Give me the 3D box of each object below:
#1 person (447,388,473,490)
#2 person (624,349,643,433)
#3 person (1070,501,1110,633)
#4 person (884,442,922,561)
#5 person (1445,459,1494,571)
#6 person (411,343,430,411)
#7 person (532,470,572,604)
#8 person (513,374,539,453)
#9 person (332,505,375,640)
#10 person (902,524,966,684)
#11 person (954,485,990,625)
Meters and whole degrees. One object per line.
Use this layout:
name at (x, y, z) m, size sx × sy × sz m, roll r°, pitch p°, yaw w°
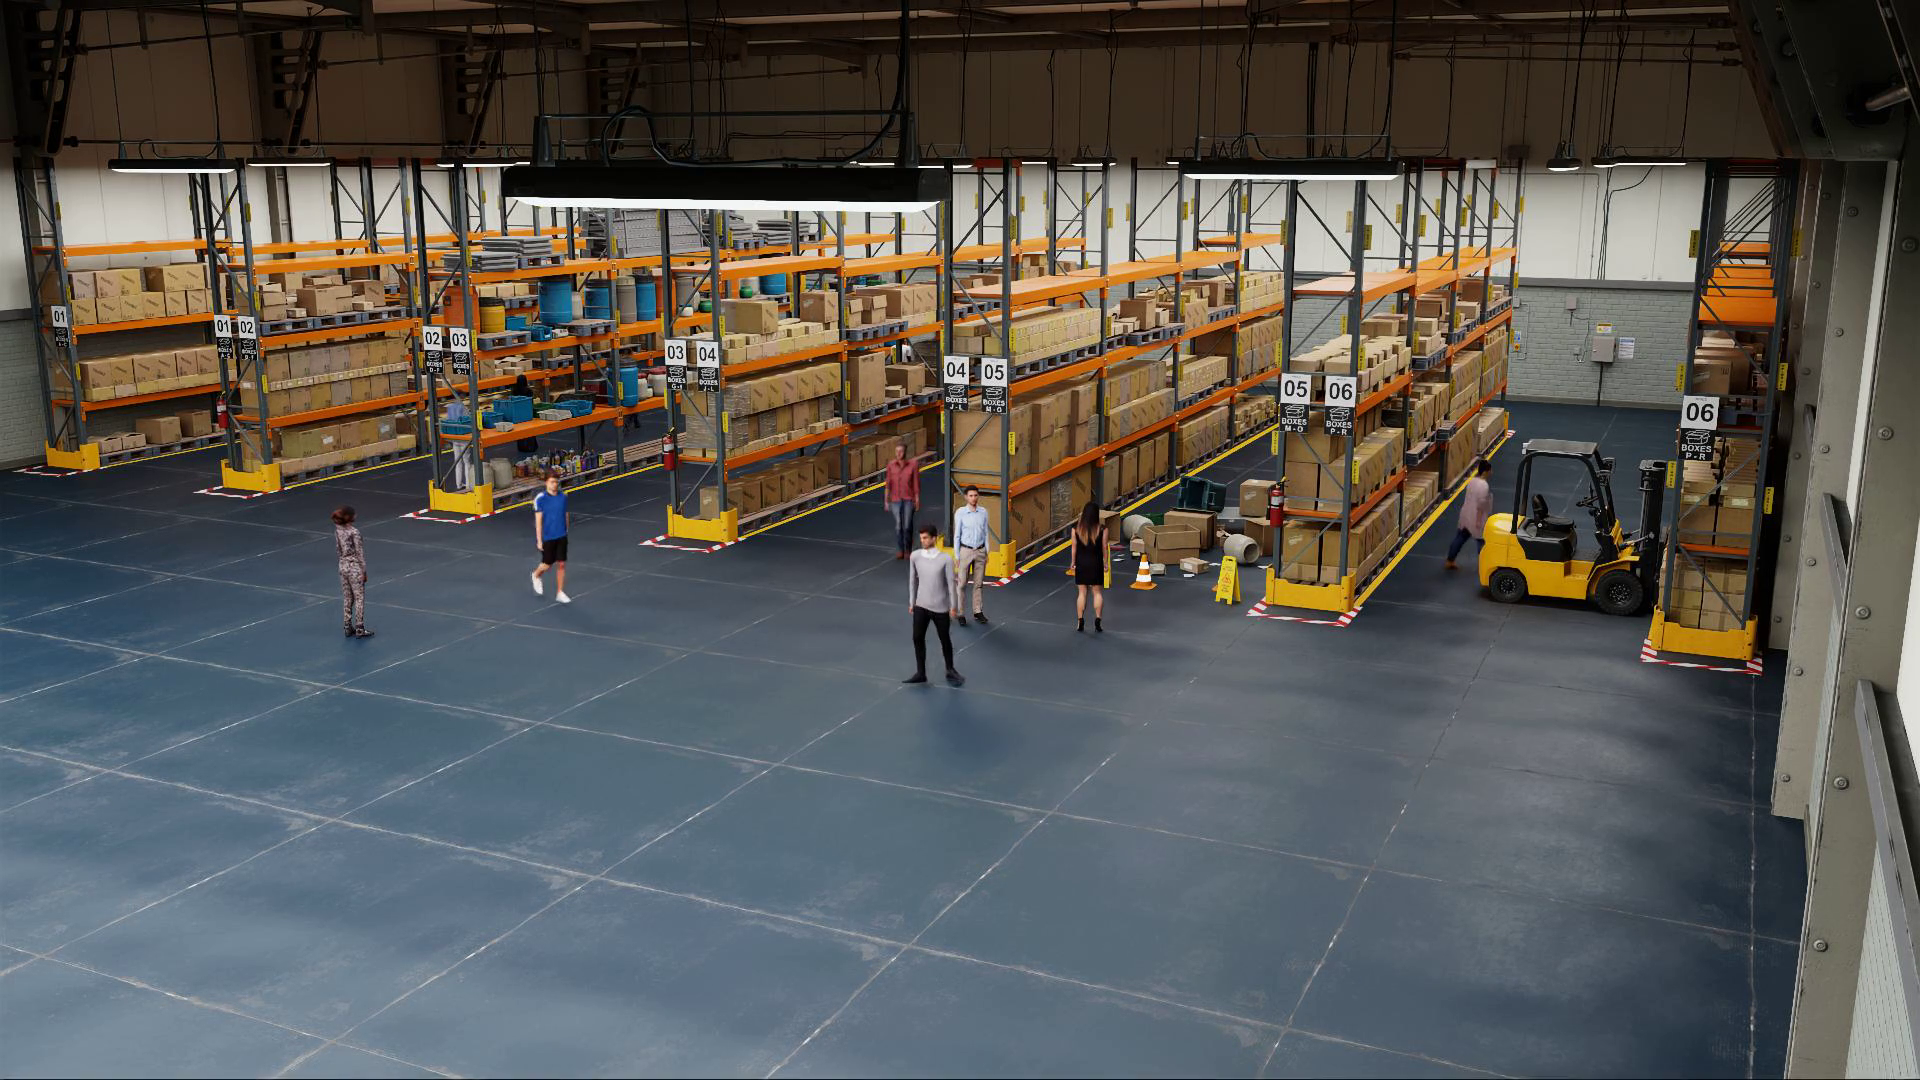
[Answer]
person at (-9.202, -1.873, 30.670) m, size 0.666 × 1.888 × 0.600 m, roll 8°, pitch 15°, yaw 30°
person at (-7.313, -3.299, 36.939) m, size 0.820 × 1.837 × 1.162 m, roll 3°, pitch 13°, yaw 14°
person at (1.678, 0.345, 21.468) m, size 0.733 × 1.717 × 0.705 m, roll 2°, pitch 13°, yaw 7°
person at (-0.846, -0.610, 25.379) m, size 0.770 × 1.813 × 0.763 m, roll 3°, pitch 13°, yaw 14°
person at (7.469, -0.318, 24.376) m, size 1.191 × 1.697 × 1.200 m, roll -3°, pitch 13°, yaw -12°
person at (-12.663, -3.758, 39.075) m, size 0.628 × 1.769 × 0.575 m, roll 4°, pitch 14°, yaw 18°
person at (-5.646, -0.058, 22.921) m, size 1.033 × 1.846 × 0.959 m, roll -10°, pitch 17°, yaw -38°
person at (-9.082, -2.654, 34.646) m, size 0.614 × 1.614 × 0.592 m, roll 5°, pitch 14°, yaw 21°
person at (-7.776, 0.394, 21.261) m, size 0.592 × 1.715 × 0.553 m, roll 8°, pitch 15°, yaw 30°
person at (-0.269, 0.745, 19.338) m, size 0.837 × 1.900 × 0.793 m, roll 4°, pitch 14°, yaw 15°
person at (0.163, 0.177, 21.912) m, size 0.744 × 1.845 × 0.799 m, roll -4°, pitch 14°, yaw -18°
